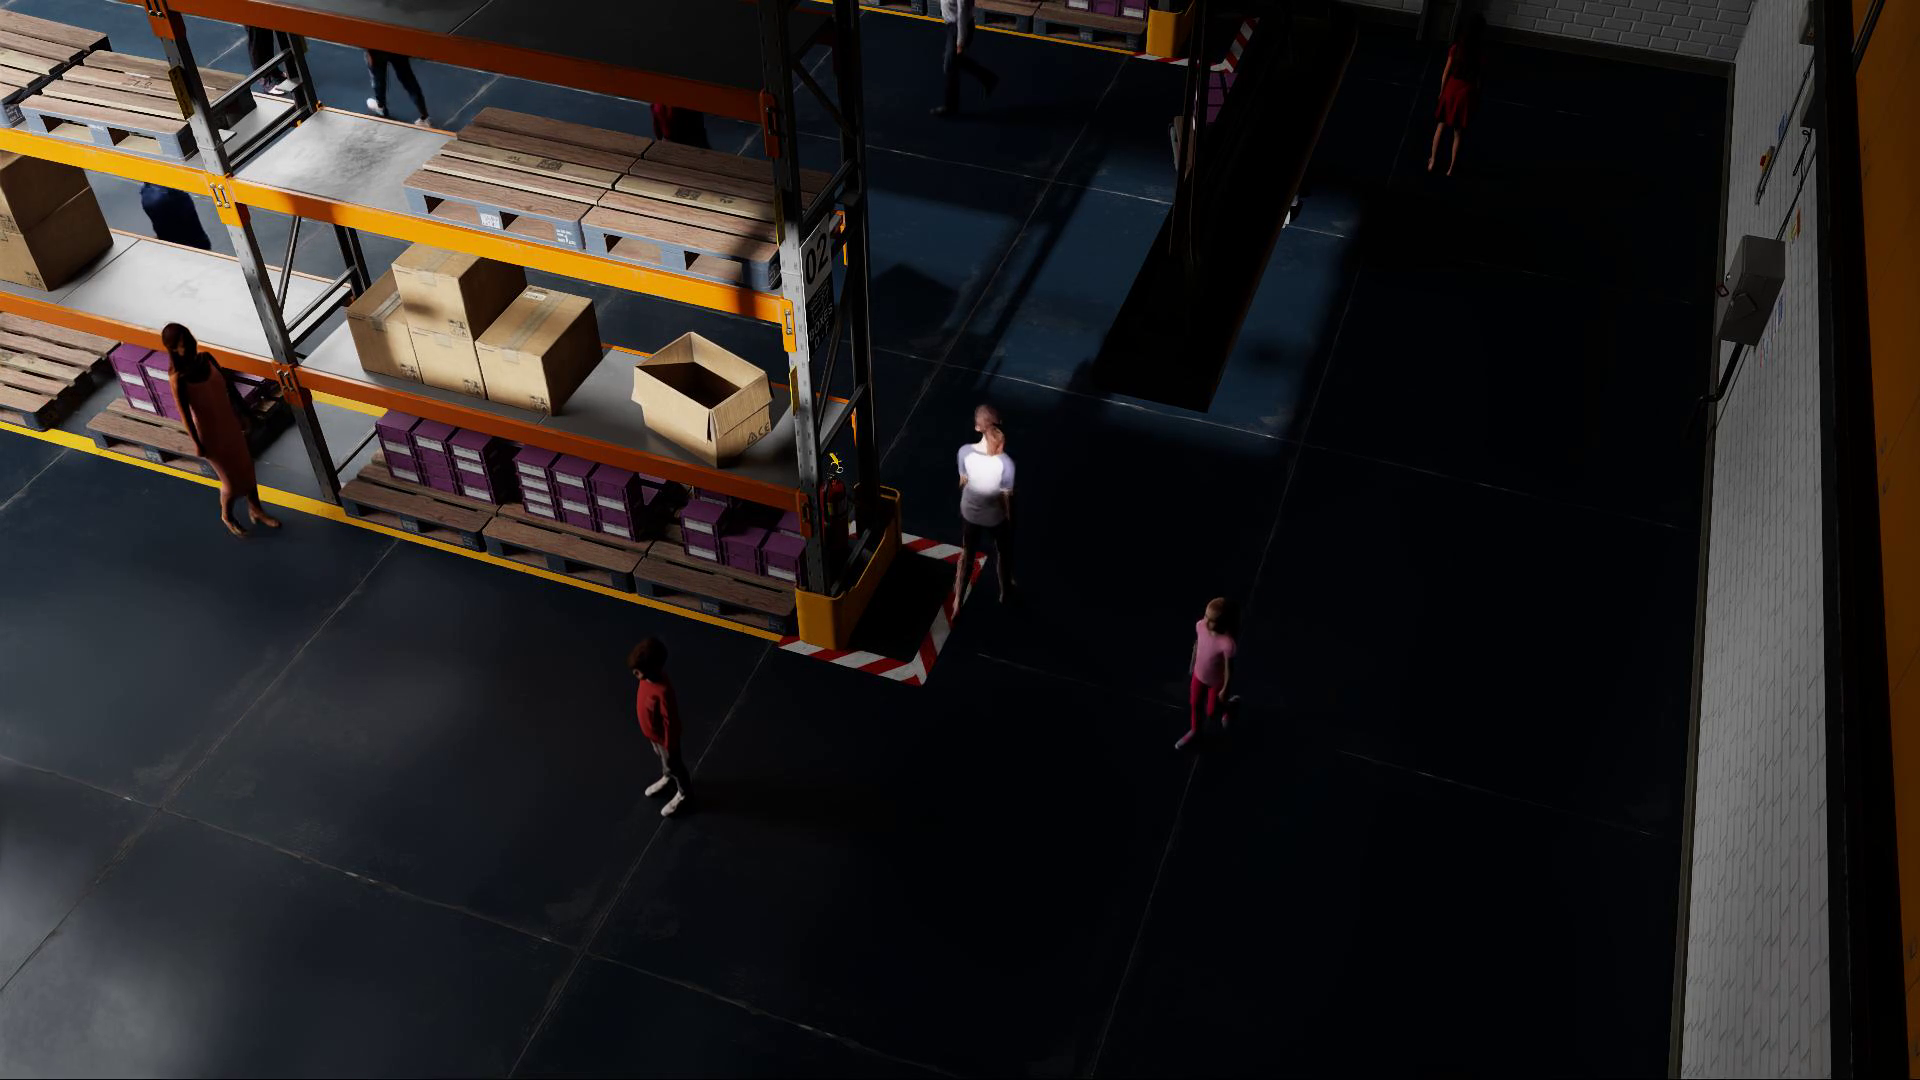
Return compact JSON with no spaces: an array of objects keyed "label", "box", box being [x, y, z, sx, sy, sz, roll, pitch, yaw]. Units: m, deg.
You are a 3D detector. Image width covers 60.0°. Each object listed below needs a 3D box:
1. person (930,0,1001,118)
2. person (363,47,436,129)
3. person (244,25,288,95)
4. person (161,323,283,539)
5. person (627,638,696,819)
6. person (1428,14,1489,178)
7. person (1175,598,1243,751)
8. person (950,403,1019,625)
[{"label":"person","box":[0.055,-4.940,16.060,1.070,1.808,0.937,-8,44,-8]},{"label":"person","box":[-5.425,-4.720,15.858,1.270,1.767,0.970,30,51,28]},{"label":"person","box":[-7.033,-5.367,16.461,0.681,1.872,0.729,-1,44,-1]},{"label":"person","box":[-5.259,-0.779,11.678,0.600,1.827,0.620,11,45,11]},{"label":"person","box":[-1.782,1.099,10.004,0.655,1.417,0.579,-23,48,-22]},{"label":"person","box":[4.615,-4.112,15.376,0.590,1.552,0.653,23,48,22]},{"label":"person","box":[1.614,0.814,10.414,0.732,1.263,0.734,-30,51,-28]},{"label":"person","box":[0.128,-0.122,11.050,0.830,1.741,0.638,16,46,17]}]
